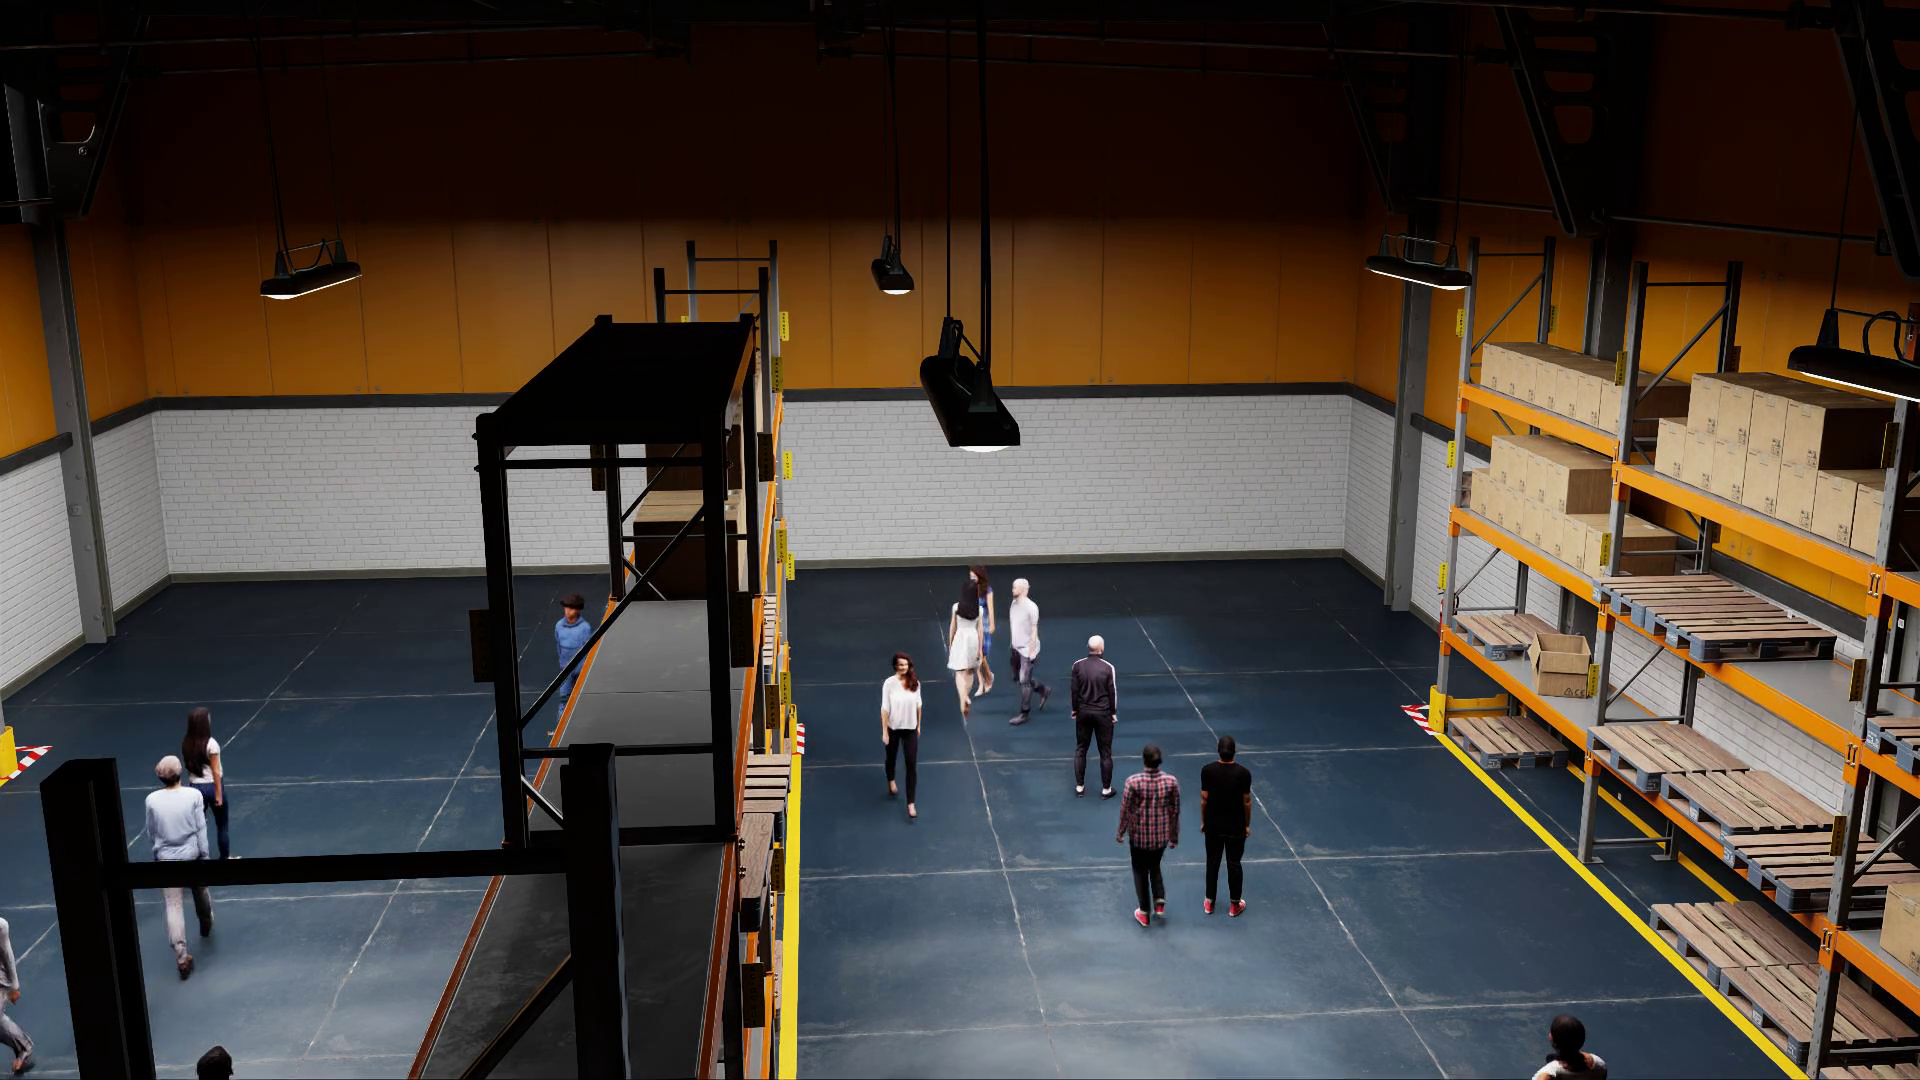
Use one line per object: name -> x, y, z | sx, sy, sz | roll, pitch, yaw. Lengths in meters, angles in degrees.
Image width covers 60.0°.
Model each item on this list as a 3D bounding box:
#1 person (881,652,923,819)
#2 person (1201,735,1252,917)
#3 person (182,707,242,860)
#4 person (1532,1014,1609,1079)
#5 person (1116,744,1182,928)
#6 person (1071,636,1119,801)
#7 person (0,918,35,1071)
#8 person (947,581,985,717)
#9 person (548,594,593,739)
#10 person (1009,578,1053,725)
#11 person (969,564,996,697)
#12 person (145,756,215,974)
person -> -0.669, 2.065, 17.989 | 0.764, 1.748, 1.183 | -4, 14, -16
person -> 2.479, 2.653, 15.540 | 0.709, 1.758, 0.705 | 4, 14, 16
person -> -7.402, 2.501, 16.171 | 0.848, 1.757, 1.100 | 4, 14, 18
person -> 3.895, 3.880, 10.701 | 0.896, 1.651, 1.194 | -6, 15, -23
person -> 1.749, 2.729, 15.251 | 0.743, 1.747, 0.681 | -3, 14, -14
person -> 1.476, 1.945, 18.302 | 0.756, 1.834, 0.725 | 4, 14, 18
person -> -7.342, 3.379, 12.608 | 0.673, 1.727, 1.155 | 1, 14, 2
person -> 0.089, 1.410, 20.706 | 0.643, 1.744, 1.092 | 0, 14, -1
person -> -4.610, 1.511, 20.229 | 0.948, 1.771, 1.213 | 4, 14, 15
person -> 0.881, 1.358, 20.773 | 1.006, 1.813, 1.045 | -9, 17, -34
person -> 0.305, 1.174, 21.596 | 0.812, 1.783, 0.876 | 13, 19, 43
person -> -6.830, 2.857, 14.537 | 0.877, 1.834, 1.315 | -5, 14, -18
